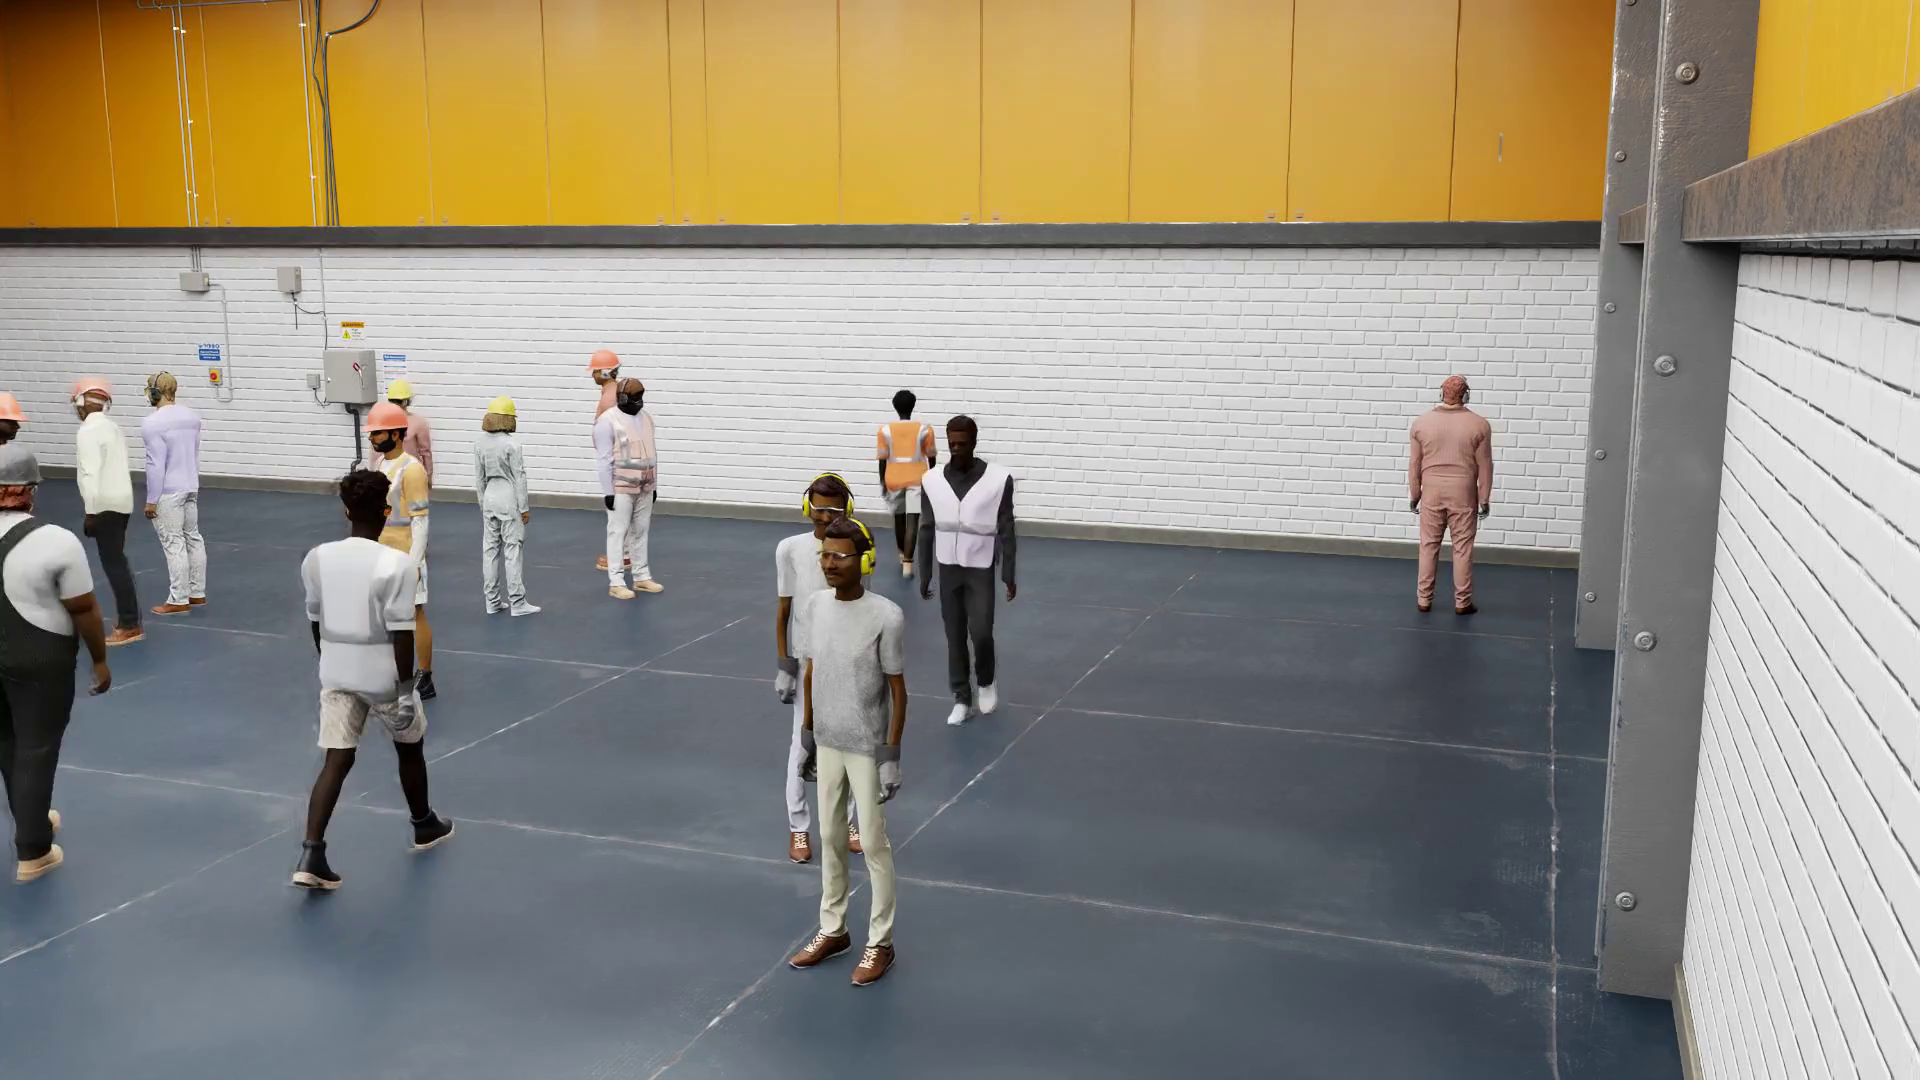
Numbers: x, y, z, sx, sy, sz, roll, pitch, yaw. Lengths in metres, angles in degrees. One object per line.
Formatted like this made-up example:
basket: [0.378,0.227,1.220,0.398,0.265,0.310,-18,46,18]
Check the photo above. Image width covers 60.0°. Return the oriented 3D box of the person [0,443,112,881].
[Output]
person: [-4.369,0.523,7.875,0.710,2.000,0.845,0,10,-1]

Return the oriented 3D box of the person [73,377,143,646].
person: [-6.308,-0.217,12.319,0.447,1.949,0.680,-2,10,-10]

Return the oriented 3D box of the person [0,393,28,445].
person: [-6.480,-0.035,11.317,0.374,1.934,0.548,-6,12,-29]

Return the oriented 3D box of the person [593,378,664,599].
person: [-2.744,-0.433,13.860,0.429,1.836,0.637,7,12,34]

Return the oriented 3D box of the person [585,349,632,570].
person: [-3.158,-0.728,15.053,0.402,1.990,0.622,-1,10,-4]

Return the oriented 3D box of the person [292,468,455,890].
person: [-2.781,0.626,7.690,0.620,1.913,1.023,3,10,14]

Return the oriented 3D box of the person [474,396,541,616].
person: [-3.603,-0.267,13.181,0.484,1.737,0.305,5,11,25]

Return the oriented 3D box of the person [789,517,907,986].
person: [-0.436,0.830,6.624,0.538,1.872,0.319,7,12,33]

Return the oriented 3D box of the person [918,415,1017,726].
person: [0.038,0.183,10.160,0.625,1.905,0.444,3,11,18]

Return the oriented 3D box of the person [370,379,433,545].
person: [-5.067,-0.622,15.218,0.517,1.725,0.909,2,10,10]

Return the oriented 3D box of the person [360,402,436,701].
person: [-3.609,0.081,10.654,0.547,1.938,0.359,9,14,43]

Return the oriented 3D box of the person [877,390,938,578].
person: [-0.467,-0.515,14.834,0.529,1.639,0.904,1,10,7]

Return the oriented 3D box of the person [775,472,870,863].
person: [-0.632,0.599,7.946,0.517,1.865,0.327,-4,11,-22]

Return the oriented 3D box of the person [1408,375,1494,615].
person: [3.894,-0.356,13.203,0.651,1.907,0.408,5,11,26]

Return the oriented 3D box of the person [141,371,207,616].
person: [-6.241,-0.367,13.177,0.371,1.940,0.630,1,10,6]
